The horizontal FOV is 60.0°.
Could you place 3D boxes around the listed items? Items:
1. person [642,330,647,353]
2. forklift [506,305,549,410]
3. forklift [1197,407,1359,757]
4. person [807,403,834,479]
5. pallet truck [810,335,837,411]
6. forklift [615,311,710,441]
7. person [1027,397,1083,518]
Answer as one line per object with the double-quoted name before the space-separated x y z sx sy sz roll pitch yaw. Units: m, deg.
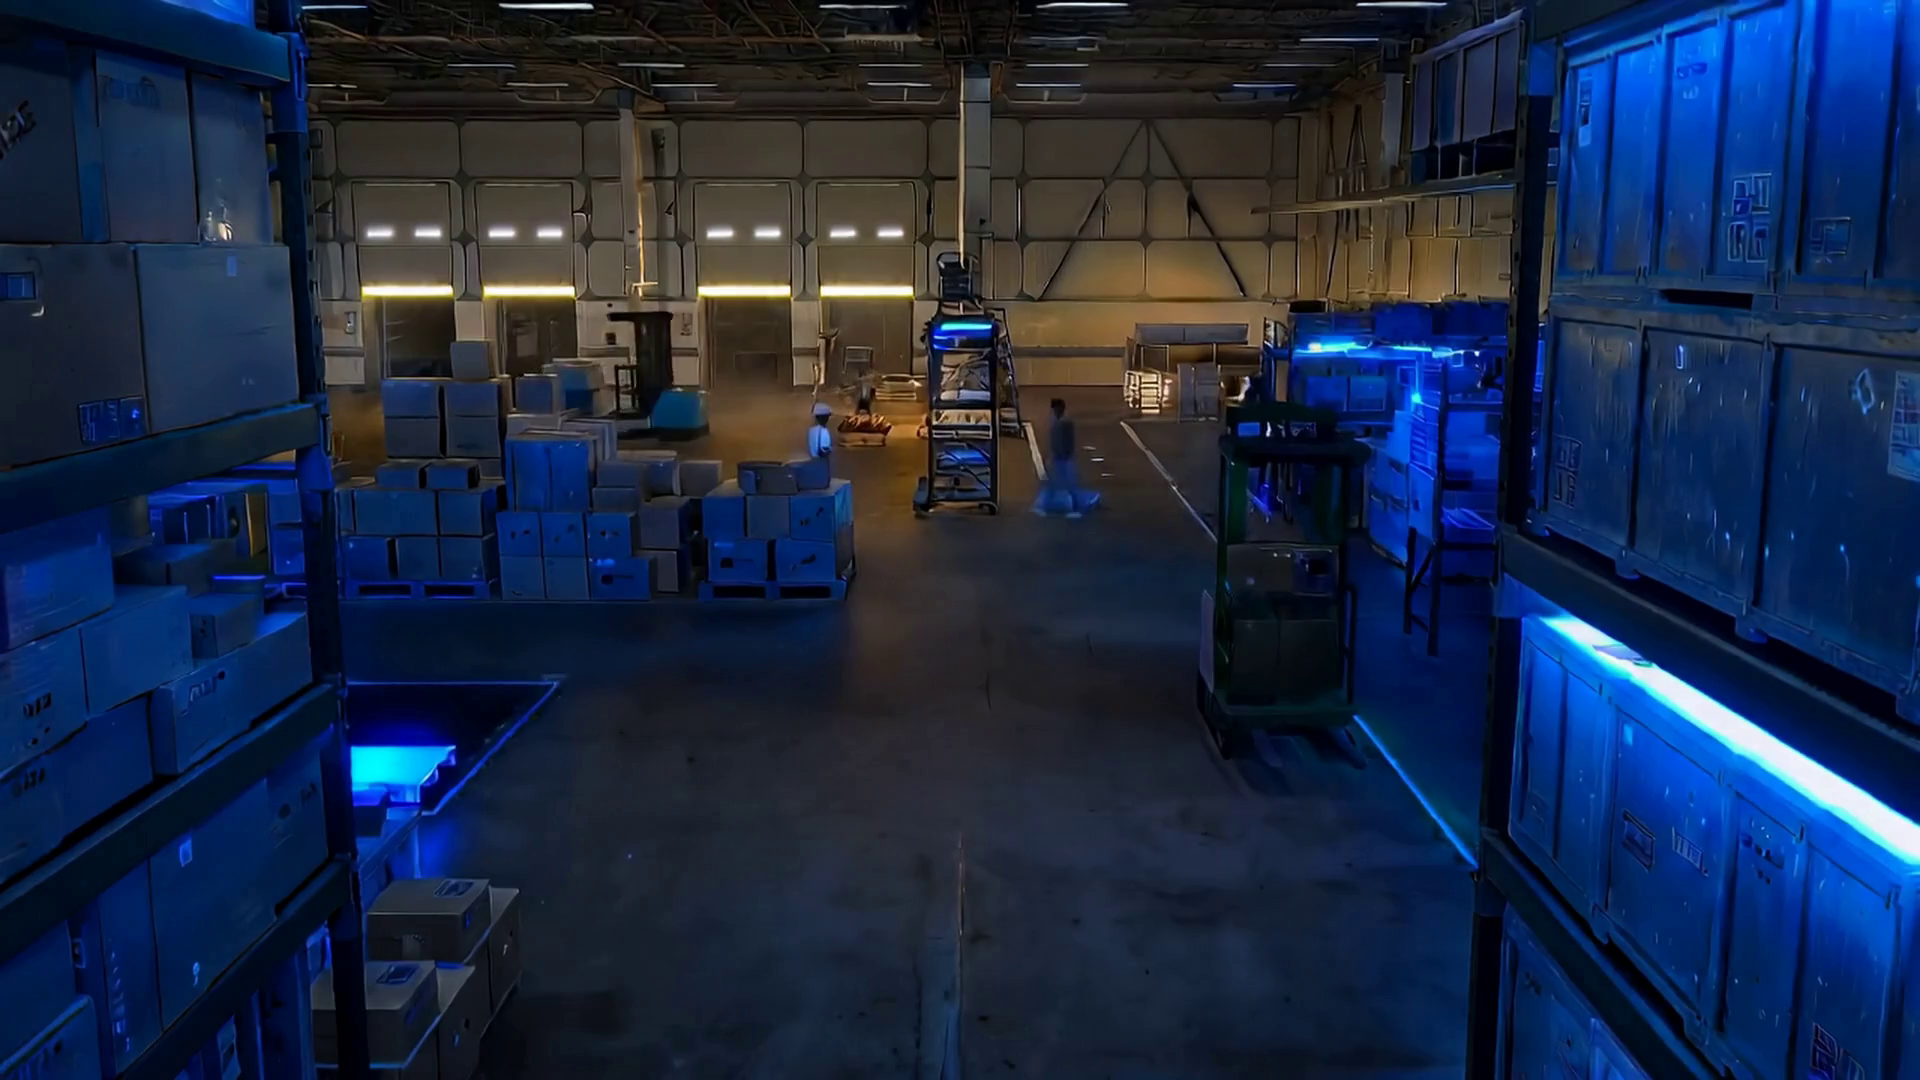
"person" -8.819 -4.971 47.134 0.389 1.930 0.544 -7 12 -36
"forklift" -10.735 -4.452 41.385 1.129 2.768 1.873 0 10 1
"forklift" 2.693 0.257 14.220 1.129 2.768 1.873 0 10 1
"person" -2.020 -1.039 24.467 0.388 1.927 0.559 -6 12 -33
"pallet truck" -3.021 -4.312 43.126 1.885 1.965 0.823 3 10 17
"forklift" -6.587 -3.643 36.722 1.873 2.768 1.129 1 10 8
"person" 1.486 -1.261 25.814 0.965 1.886 0.617 -2 10 -13
